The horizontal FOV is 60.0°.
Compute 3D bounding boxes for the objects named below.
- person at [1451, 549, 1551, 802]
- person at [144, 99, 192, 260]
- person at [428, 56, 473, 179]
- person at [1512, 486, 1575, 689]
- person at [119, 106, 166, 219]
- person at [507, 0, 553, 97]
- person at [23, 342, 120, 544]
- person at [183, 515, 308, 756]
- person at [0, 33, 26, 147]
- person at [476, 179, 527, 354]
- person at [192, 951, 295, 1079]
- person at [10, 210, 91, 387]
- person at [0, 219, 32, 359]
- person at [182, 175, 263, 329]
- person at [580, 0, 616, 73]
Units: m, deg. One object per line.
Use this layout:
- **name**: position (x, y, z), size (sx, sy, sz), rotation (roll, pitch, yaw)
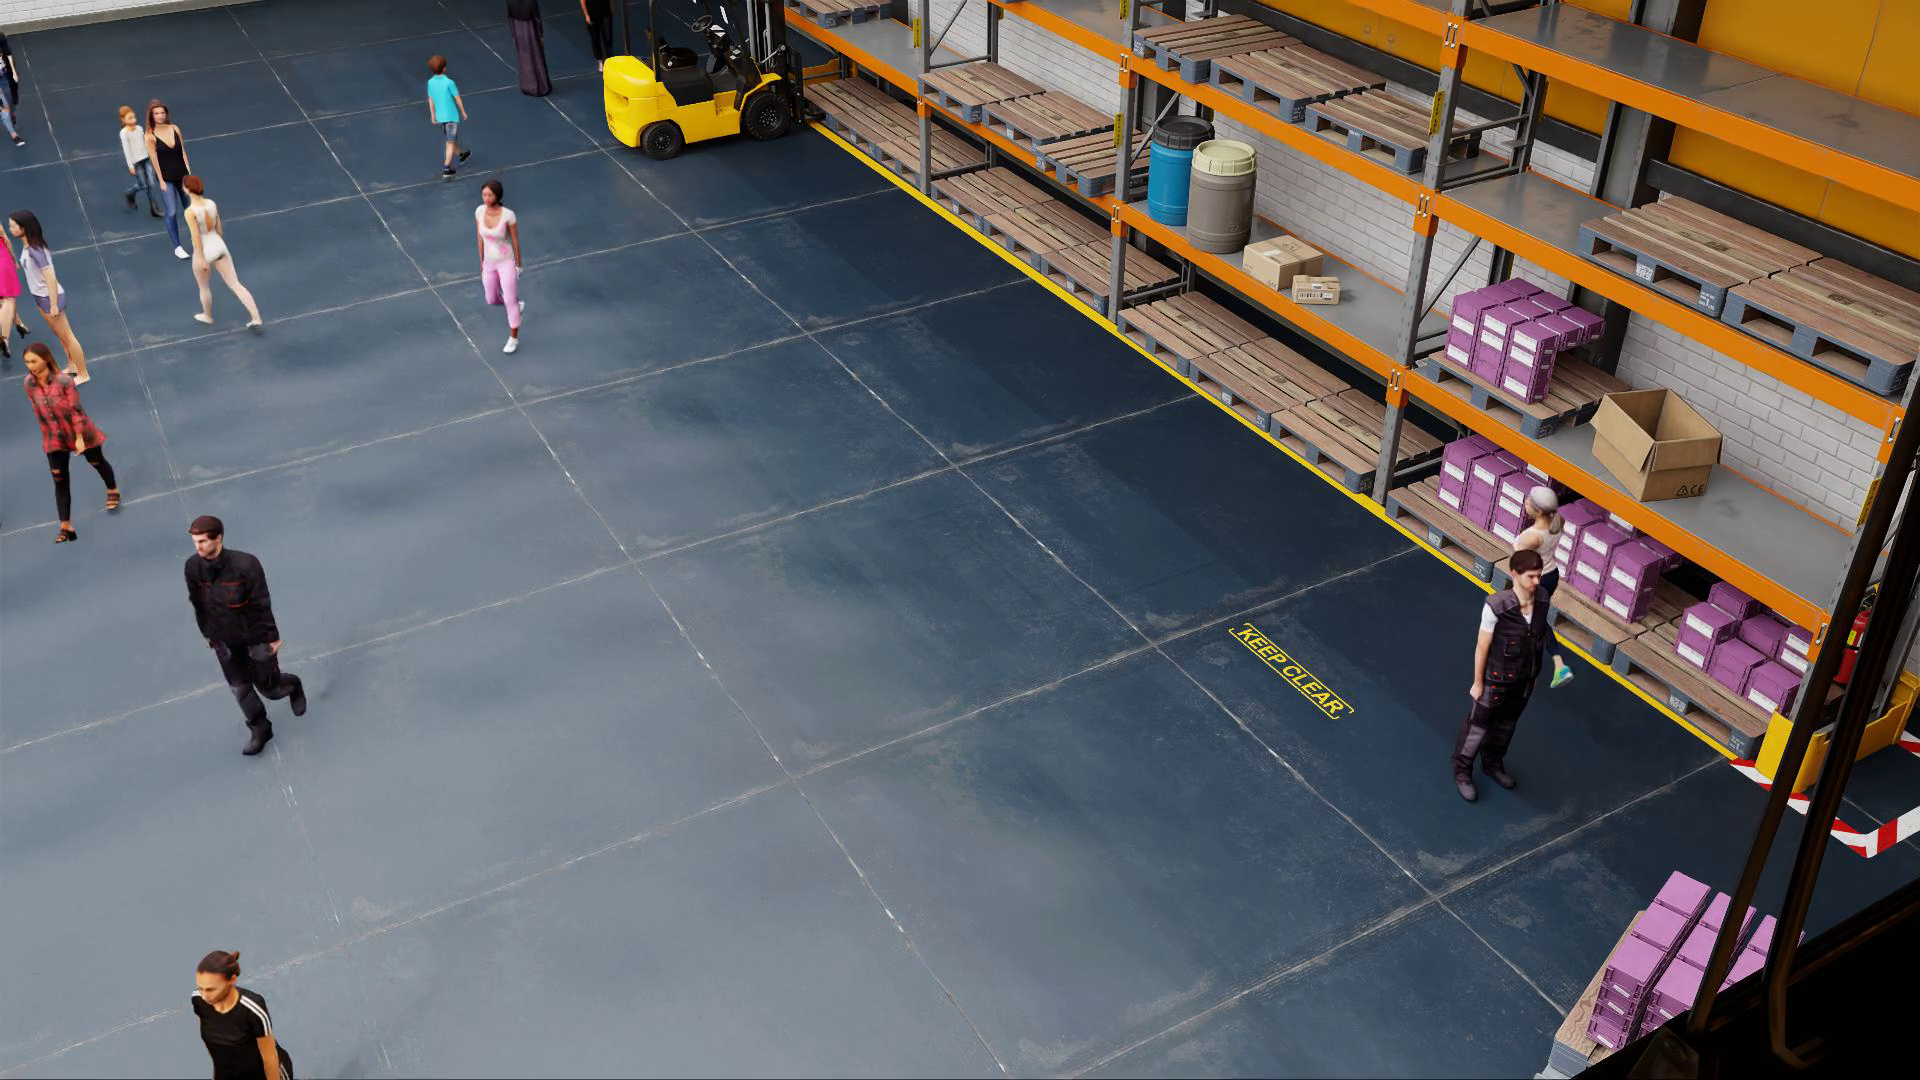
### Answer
- **person**: position (3.511, 0.850, 10.737), size (0.682, 1.849, 0.615), rotation (-12, 36, -18)
- **person**: position (-8.552, -3.945, 18.067), size (0.677, 1.722, 0.679), rotation (19, 38, 27)
- **person**: position (-6.215, -5.078, 20.048), size (0.943, 1.415, 0.972), rotation (11, 35, 16)
- **person**: position (4.057, 0.395, 11.578), size (0.656, 1.676, 0.891), rotation (-18, 37, -24)
- **person**: position (-9.421, -4.317, 19.003), size (0.816, 1.305, 0.712), rotation (14, 36, 21)
- **person**: position (-5.875, -6.855, 22.541), size (0.716, 1.614, 0.762), rotation (5, 34, 7)
- **person**: position (-7.166, -0.863, 13.501), size (0.978, 1.642, 1.201), rotation (0, 34, 0)
- **person**: position (-4.774, 0.587, 11.159), size (0.947, 1.820, 1.020), rotation (3, 34, 4)
- **person**: position (-12.185, -5.872, 21.032), size (0.728, 1.648, 1.144), rotation (-22, 40, -30)
- **person**: position (-4.430, -2.703, 16.187), size (0.869, 1.732, 0.932), rotation (8, 34, 12)
- **person**: position (-3.486, 2.582, 8.307), size (0.721, 1.655, 0.784), rotation (9, 35, 14)
- **person**: position (-8.508, -2.268, 15.533), size (0.676, 1.733, 0.500), rotation (-24, 41, -32)
- **person**: position (-9.316, -2.574, 16.031), size (0.865, 1.691, 1.129), rotation (-3, 34, -4)
- **person**: position (-7.326, -2.801, 16.450), size (1.126, 1.605, 0.960), rotation (15, 36, 21)
- **person**: position (-5.081, -7.362, 23.212), size (0.811, 1.717, 1.154), rotation (-9, 35, -13)
